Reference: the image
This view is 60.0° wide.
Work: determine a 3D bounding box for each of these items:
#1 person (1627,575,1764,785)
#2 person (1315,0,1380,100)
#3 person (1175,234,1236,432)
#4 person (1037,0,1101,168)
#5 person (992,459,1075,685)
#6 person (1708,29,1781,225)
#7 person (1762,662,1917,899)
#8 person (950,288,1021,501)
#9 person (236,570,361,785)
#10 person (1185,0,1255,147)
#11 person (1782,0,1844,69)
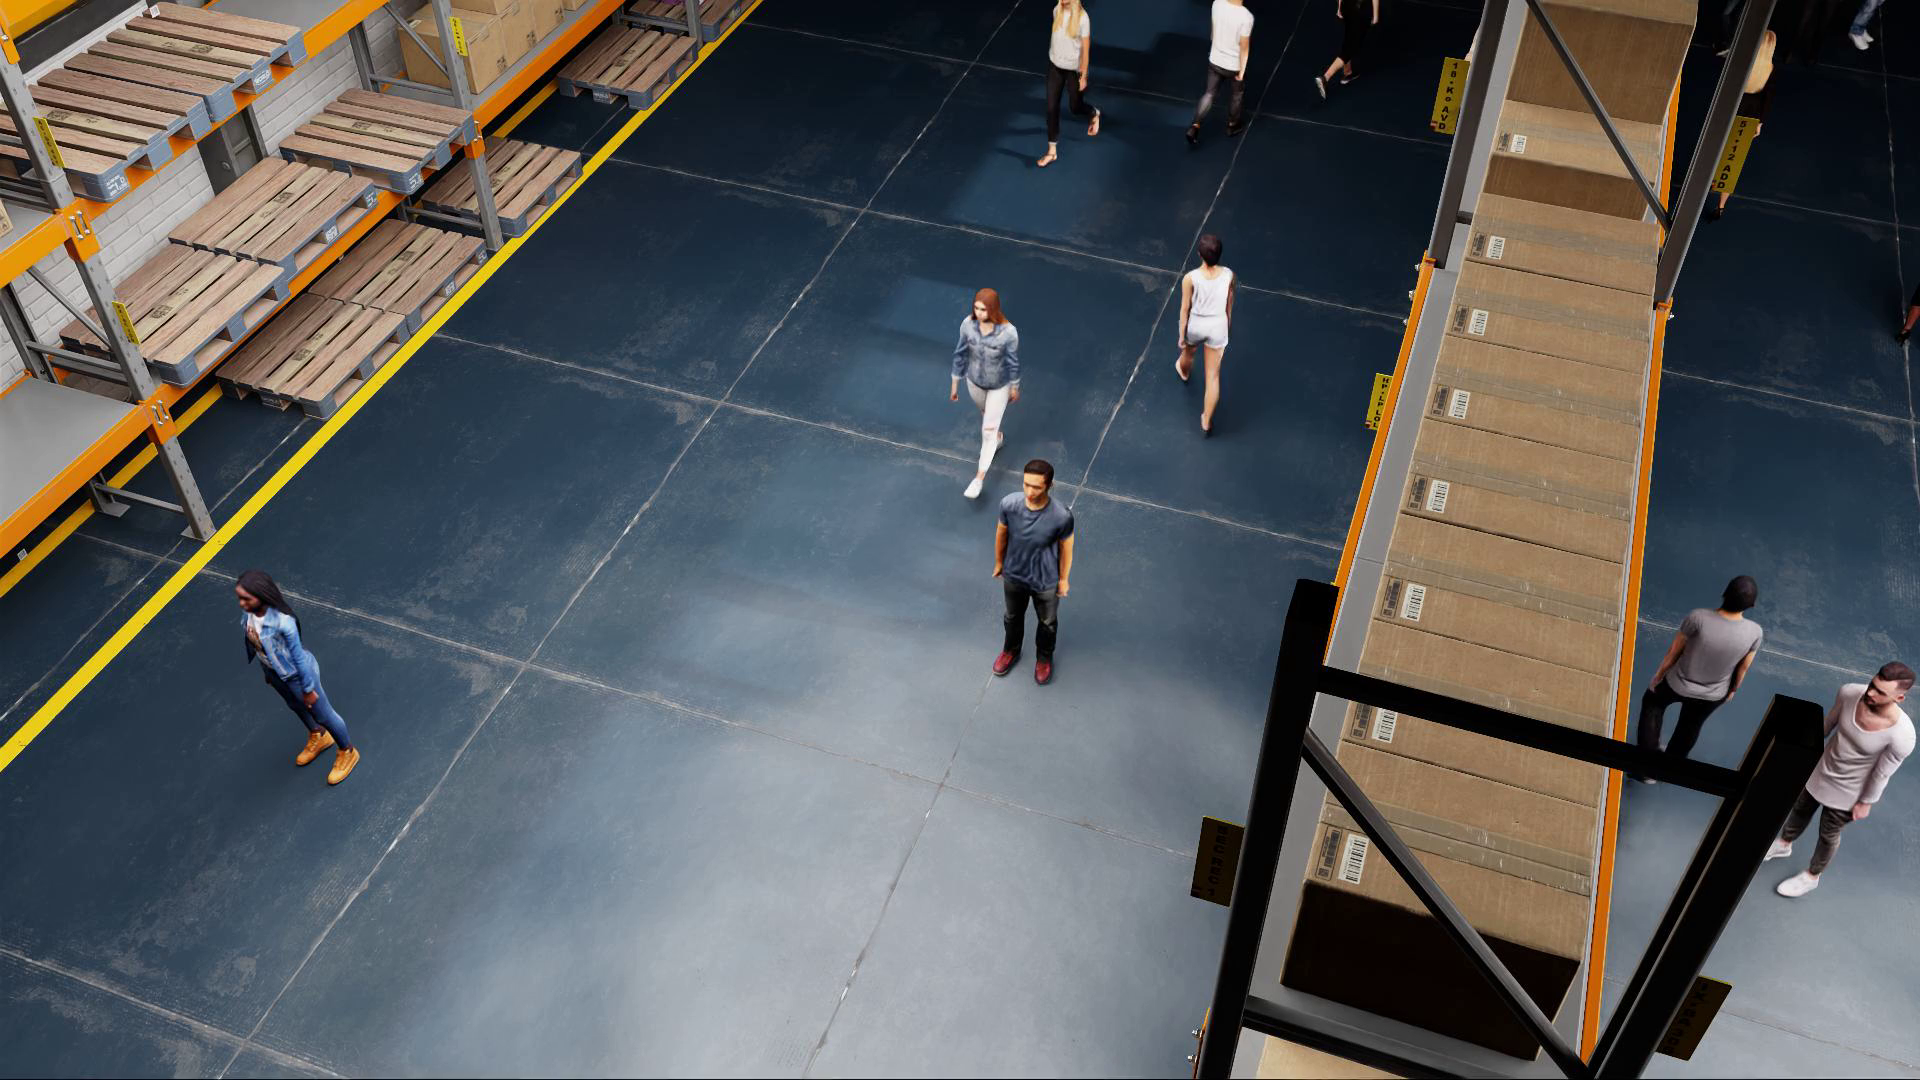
[{"bbox_3d":[4.389,0.902,9.938,0.669,1.747,0.749,10,45,11],"label":"person"},{"bbox_3d":[3.839,-5.178,16.351,1.111,1.704,0.931,-28,50,-27],"label":"person"},{"bbox_3d":[1.875,-1.549,12.647,0.898,1.558,1.186,-1,44,-1],"label":"person"},{"bbox_3d":[1.061,-4.386,15.447,0.803,1.805,1.133,27,50,26],"label":"person"},{"bbox_3d":[0.466,0.188,10.642,0.650,1.810,0.526,13,45,13],"label":"person"},{"bbox_3d":[6.799,-3.618,14.613,0.620,1.843,0.546,11,45,12],"label":"person"},{"bbox_3d":[4.998,1.335,9.417,0.798,1.838,0.728,-16,46,-16],"label":"person"},{"bbox_3d":[0.246,-1.188,12.193,0.724,1.662,1.103,19,47,19],"label":"person"},{"bbox_3d":[-4.036,0.801,10.073,0.639,1.707,0.591,24,48,23],"label":"person"},{"bbox_3d":[2.460,-4.504,15.649,0.857,1.696,1.131,29,51,27],"label":"person"},{"bbox_3d":[8.772,-5.598,16.837,0.602,1.642,0.523,19,47,19],"label":"person"}]
